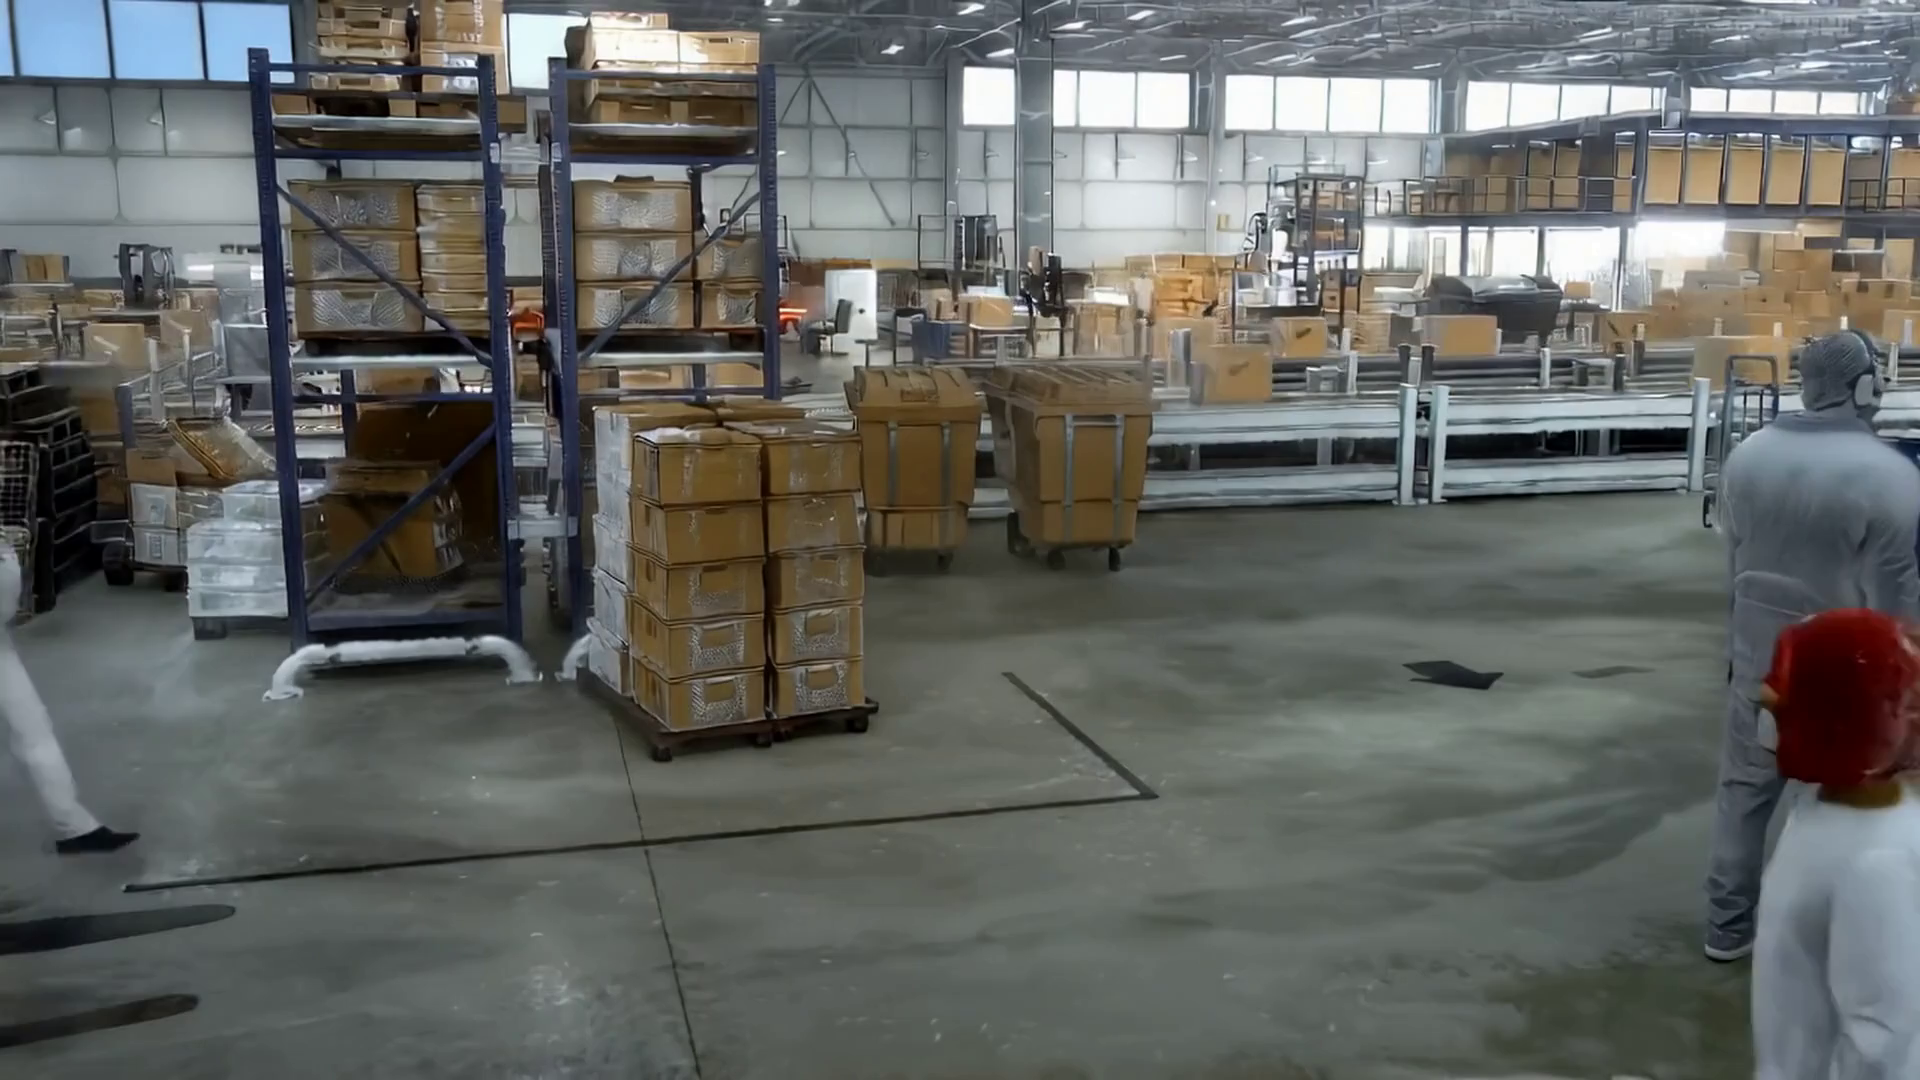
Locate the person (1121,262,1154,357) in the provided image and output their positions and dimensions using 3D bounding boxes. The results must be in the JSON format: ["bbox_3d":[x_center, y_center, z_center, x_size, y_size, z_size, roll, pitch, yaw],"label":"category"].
[{"bbox_3d":[3.388,-4.273,31.111,0.507,1.842,0.881,-7,12,-34],"label":"person"}]

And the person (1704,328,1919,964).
[{"bbox_3d":[2.442,0.354,4.742,0.396,1.901,0.643,-3,11,-19],"label":"person"}]

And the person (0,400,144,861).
[{"bbox_3d":[-3.332,0.282,5.473,0.940,1.787,0.615,-3,10,-17],"label":"person"}]

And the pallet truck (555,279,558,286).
[{"bbox_3d":[-10.604,-6.375,44.520,0.653,1.274,1.630,-3,10,-15],"label":"pallet truck"}]

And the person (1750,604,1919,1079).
[{"bbox_3d":[1.375,0.894,2.497,0.635,1.612,0.500,3,11,19],"label":"person"}]

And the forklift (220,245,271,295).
[{"bbox_3d":[-17.749,-6.334,41.440,1.157,1.987,2.680,-3,10,-17],"label":"forklift"}]

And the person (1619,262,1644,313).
[{"bbox_3d":[15.479,-5.516,38.353,0.551,1.752,0.376,4,11,22],"label":"person"}]

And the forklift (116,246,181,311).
[{"bbox_3d":[-19.966,-6.232,40.894,1.157,1.987,2.680,-3,10,-15],"label":"forklift"}]
